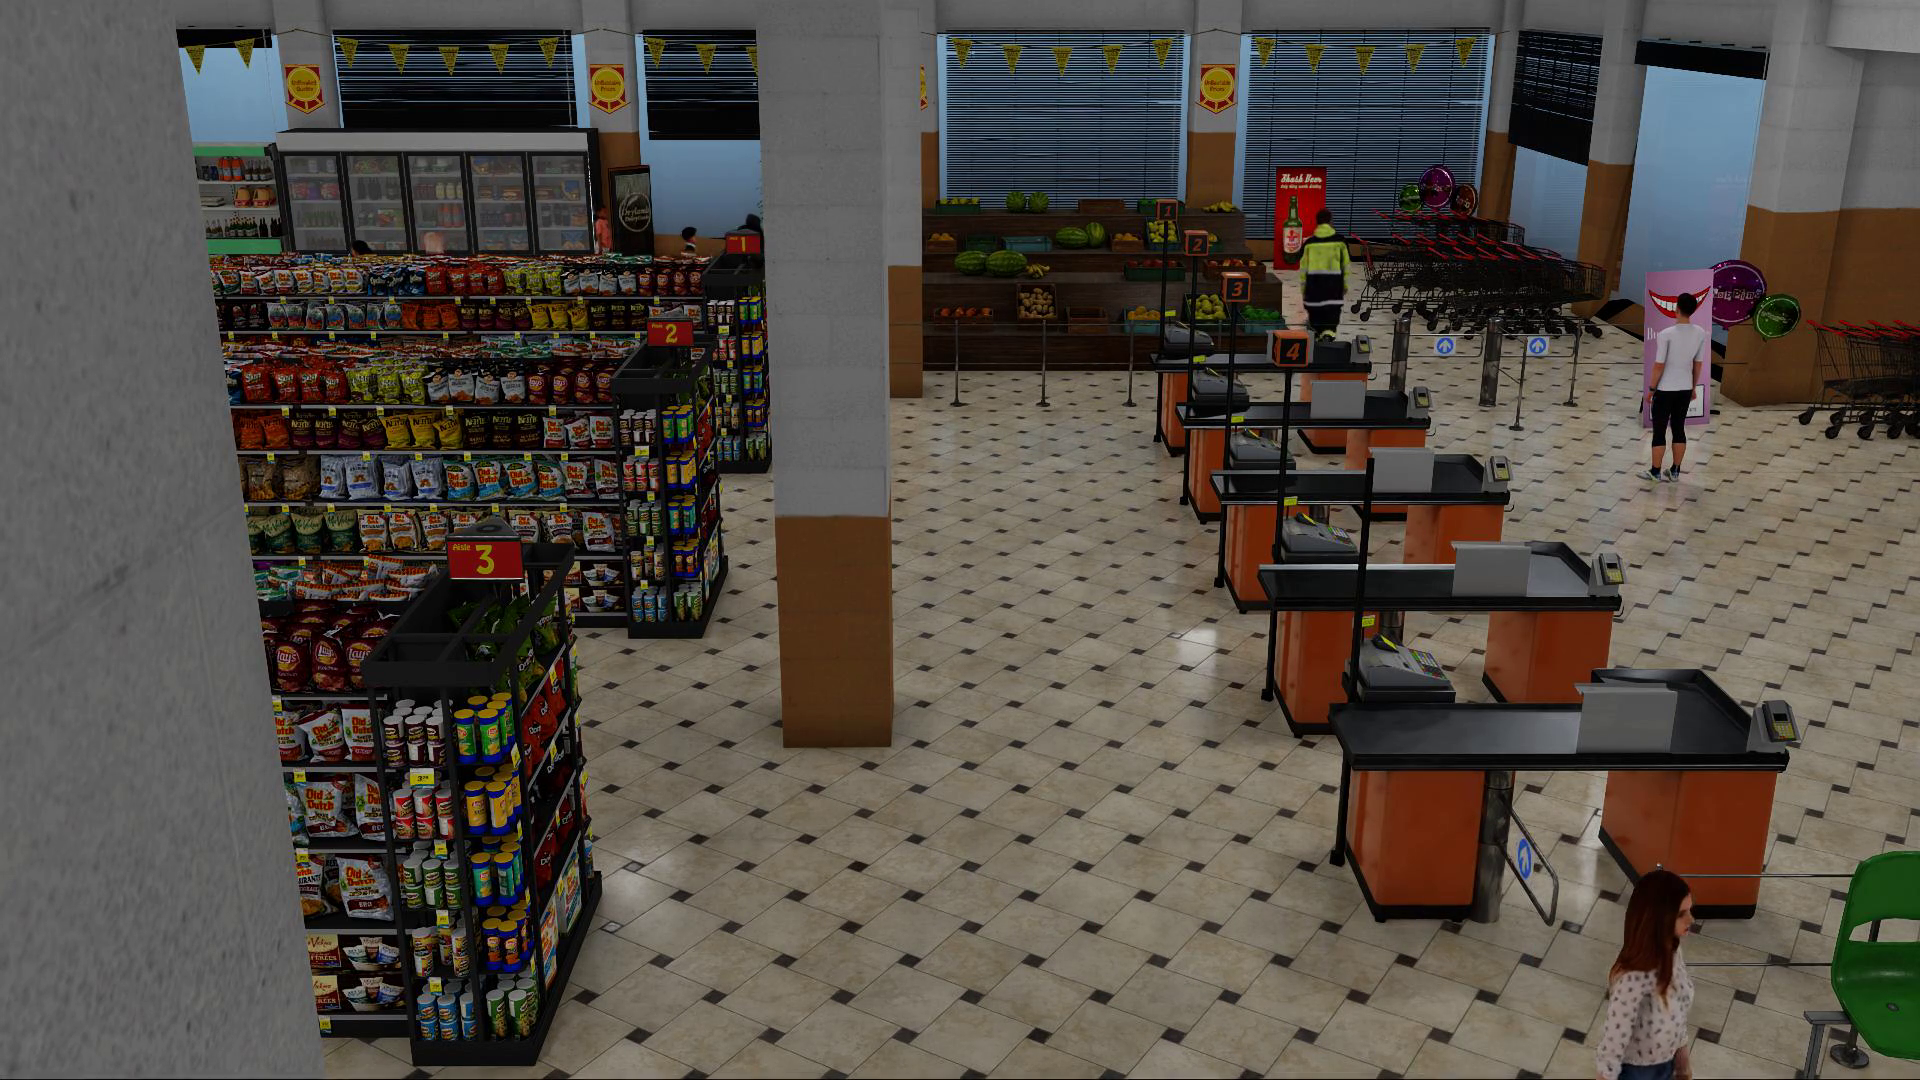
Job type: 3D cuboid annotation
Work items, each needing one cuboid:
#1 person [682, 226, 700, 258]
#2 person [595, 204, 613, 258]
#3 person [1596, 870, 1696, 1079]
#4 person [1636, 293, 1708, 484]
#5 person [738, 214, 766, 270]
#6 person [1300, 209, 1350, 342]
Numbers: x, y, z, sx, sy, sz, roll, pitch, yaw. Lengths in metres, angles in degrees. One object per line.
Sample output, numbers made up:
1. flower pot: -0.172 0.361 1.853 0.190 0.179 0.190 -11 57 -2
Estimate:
1. person: -4.041 -4.034 24.712 0.849 1.213 0.672 -7 20 -21
2. person: -5.702 -4.698 26.527 0.544 1.310 0.530 5 19 16
3. person: 2.399 1.977 6.135 1.129 1.691 1.030 15 24 38
4. person: 6.923 -1.476 16.125 0.565 1.852 0.776 -4 19 -10
5. person: -2.853 -3.581 22.687 1.134 1.648 1.066 -17 25 -41
6. person: 4.566 -3.138 20.908 1.155 1.944 1.029 5 19 14
